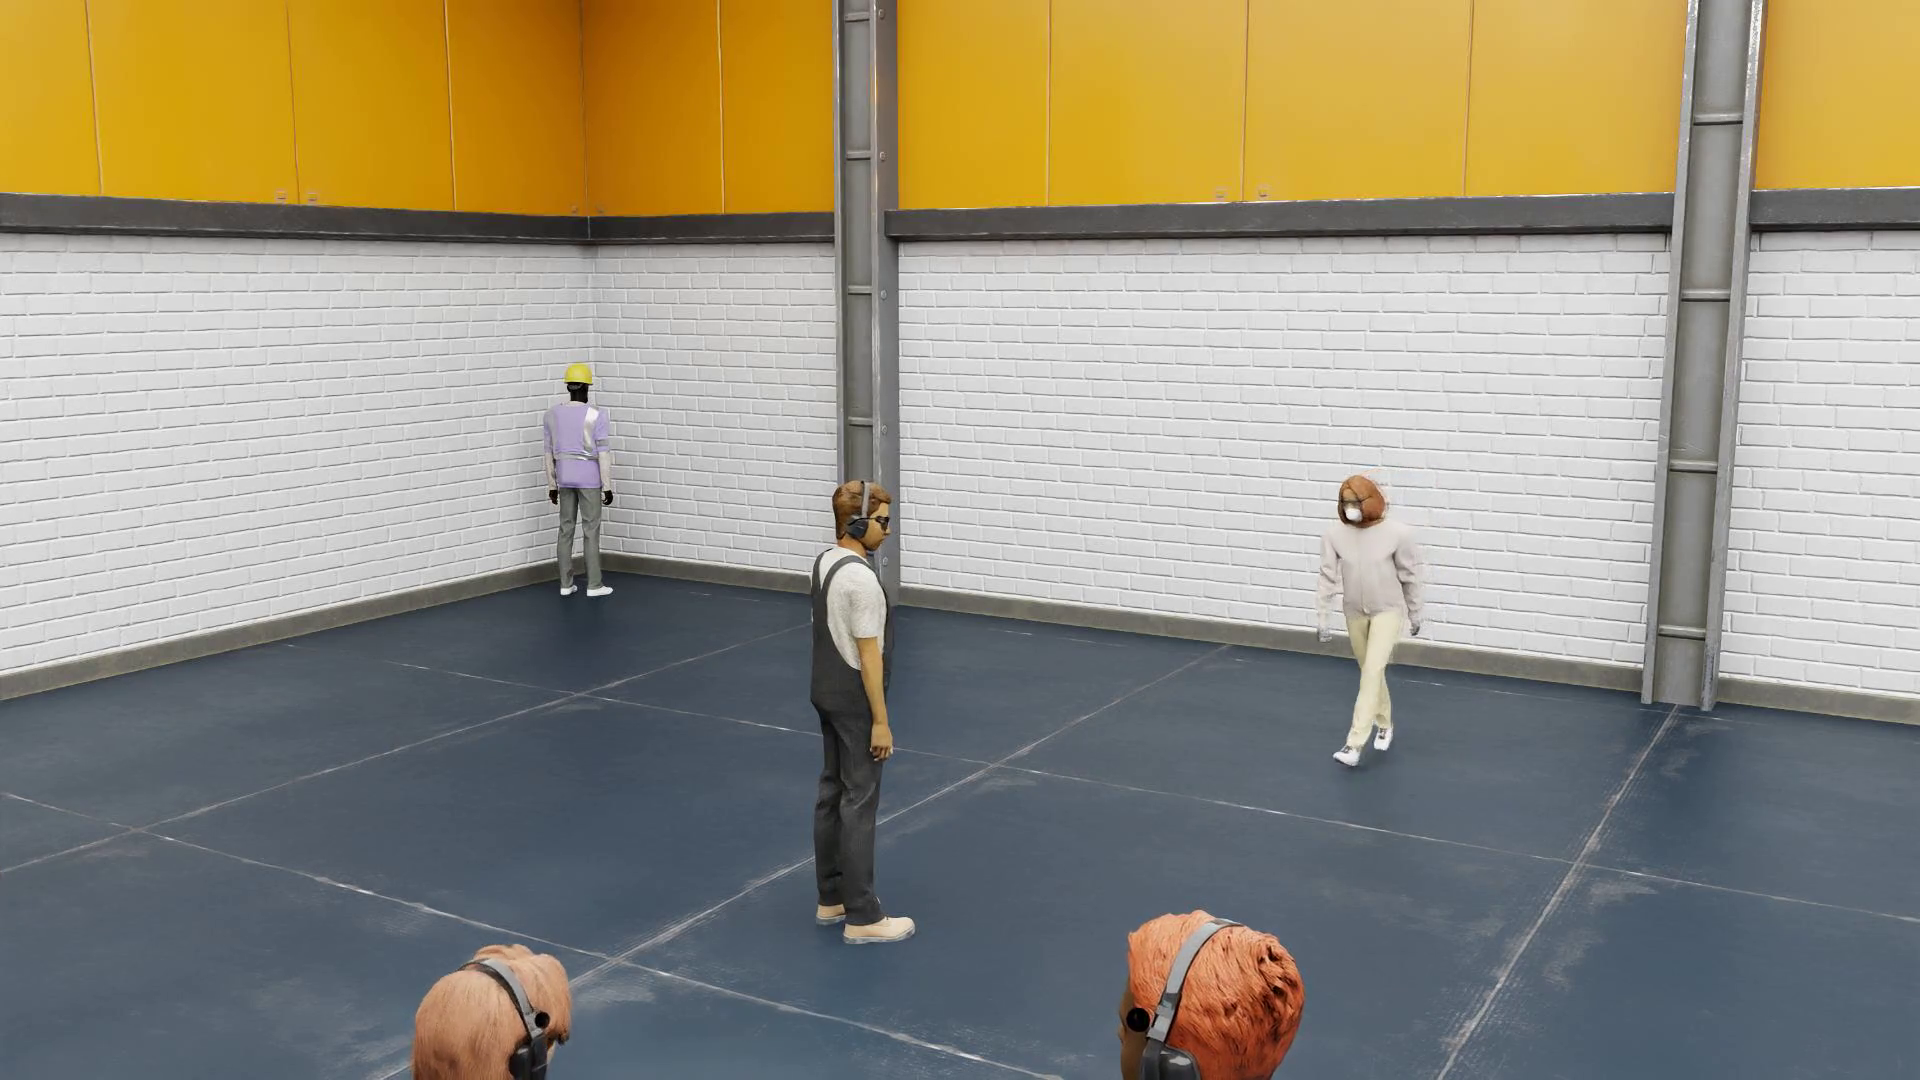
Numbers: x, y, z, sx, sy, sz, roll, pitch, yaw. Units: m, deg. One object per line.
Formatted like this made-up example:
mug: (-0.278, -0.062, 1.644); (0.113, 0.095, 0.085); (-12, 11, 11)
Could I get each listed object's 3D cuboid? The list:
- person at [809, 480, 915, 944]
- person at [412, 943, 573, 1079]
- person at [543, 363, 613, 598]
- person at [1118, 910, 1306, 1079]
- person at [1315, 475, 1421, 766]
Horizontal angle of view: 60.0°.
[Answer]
person: (-0.415, 0.678, 6.621); (0.344, 1.839, 0.505); (-5, 10, -28)
person: (-0.698, 1.426, 2.567); (0.523, 1.640, 0.306); (9, 13, 44)
person: (-3.112, -0.485, 13.637); (0.587, 1.918, 0.397); (3, 10, 17)
person: (0.302, 1.378, 2.115); (0.355, 1.882, 0.575); (7, 11, 37)
person: (2.200, 0.424, 9.011); (0.506, 1.562, 0.868); (7, 11, 36)
